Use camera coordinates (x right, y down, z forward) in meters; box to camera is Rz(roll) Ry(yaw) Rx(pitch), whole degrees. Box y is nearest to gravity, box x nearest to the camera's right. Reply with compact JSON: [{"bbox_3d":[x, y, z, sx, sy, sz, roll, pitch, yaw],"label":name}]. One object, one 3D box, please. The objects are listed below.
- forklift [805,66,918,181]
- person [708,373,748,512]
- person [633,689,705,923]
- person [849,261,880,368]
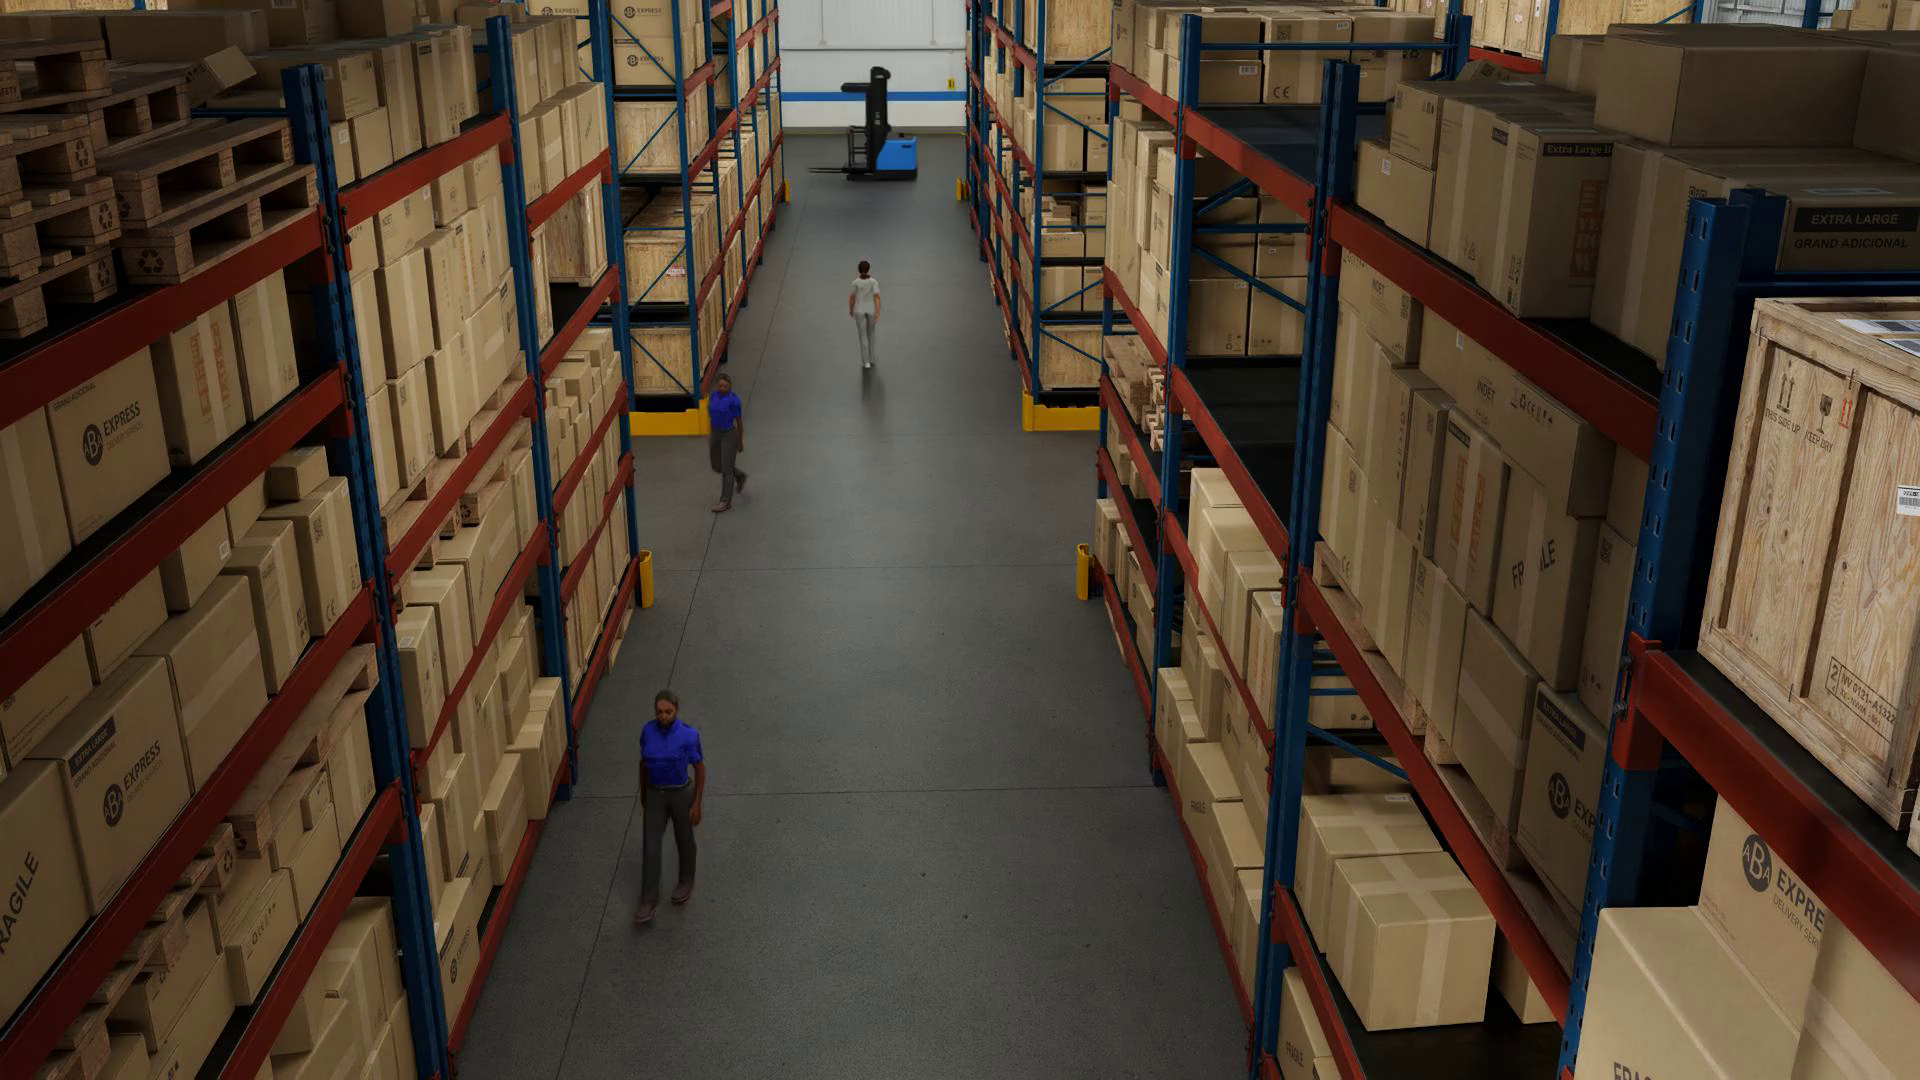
[{"bbox_3d":[-2.700,-11.294,45.101,3.031,2.941,1.121,1,20,2],"label":"forklift"},{"bbox_3d":[-2.789,-1.221,19.933,0.454,1.651,0.747,16,26,36],"label":"person"},{"bbox_3d":[-2.054,1.867,11.624,0.517,1.658,0.696,2,21,6],"label":"person"},{"bbox_3d":[-1.513,-3.592,26.227,0.462,1.642,0.860,-4,21,-12],"label":"person"}]
